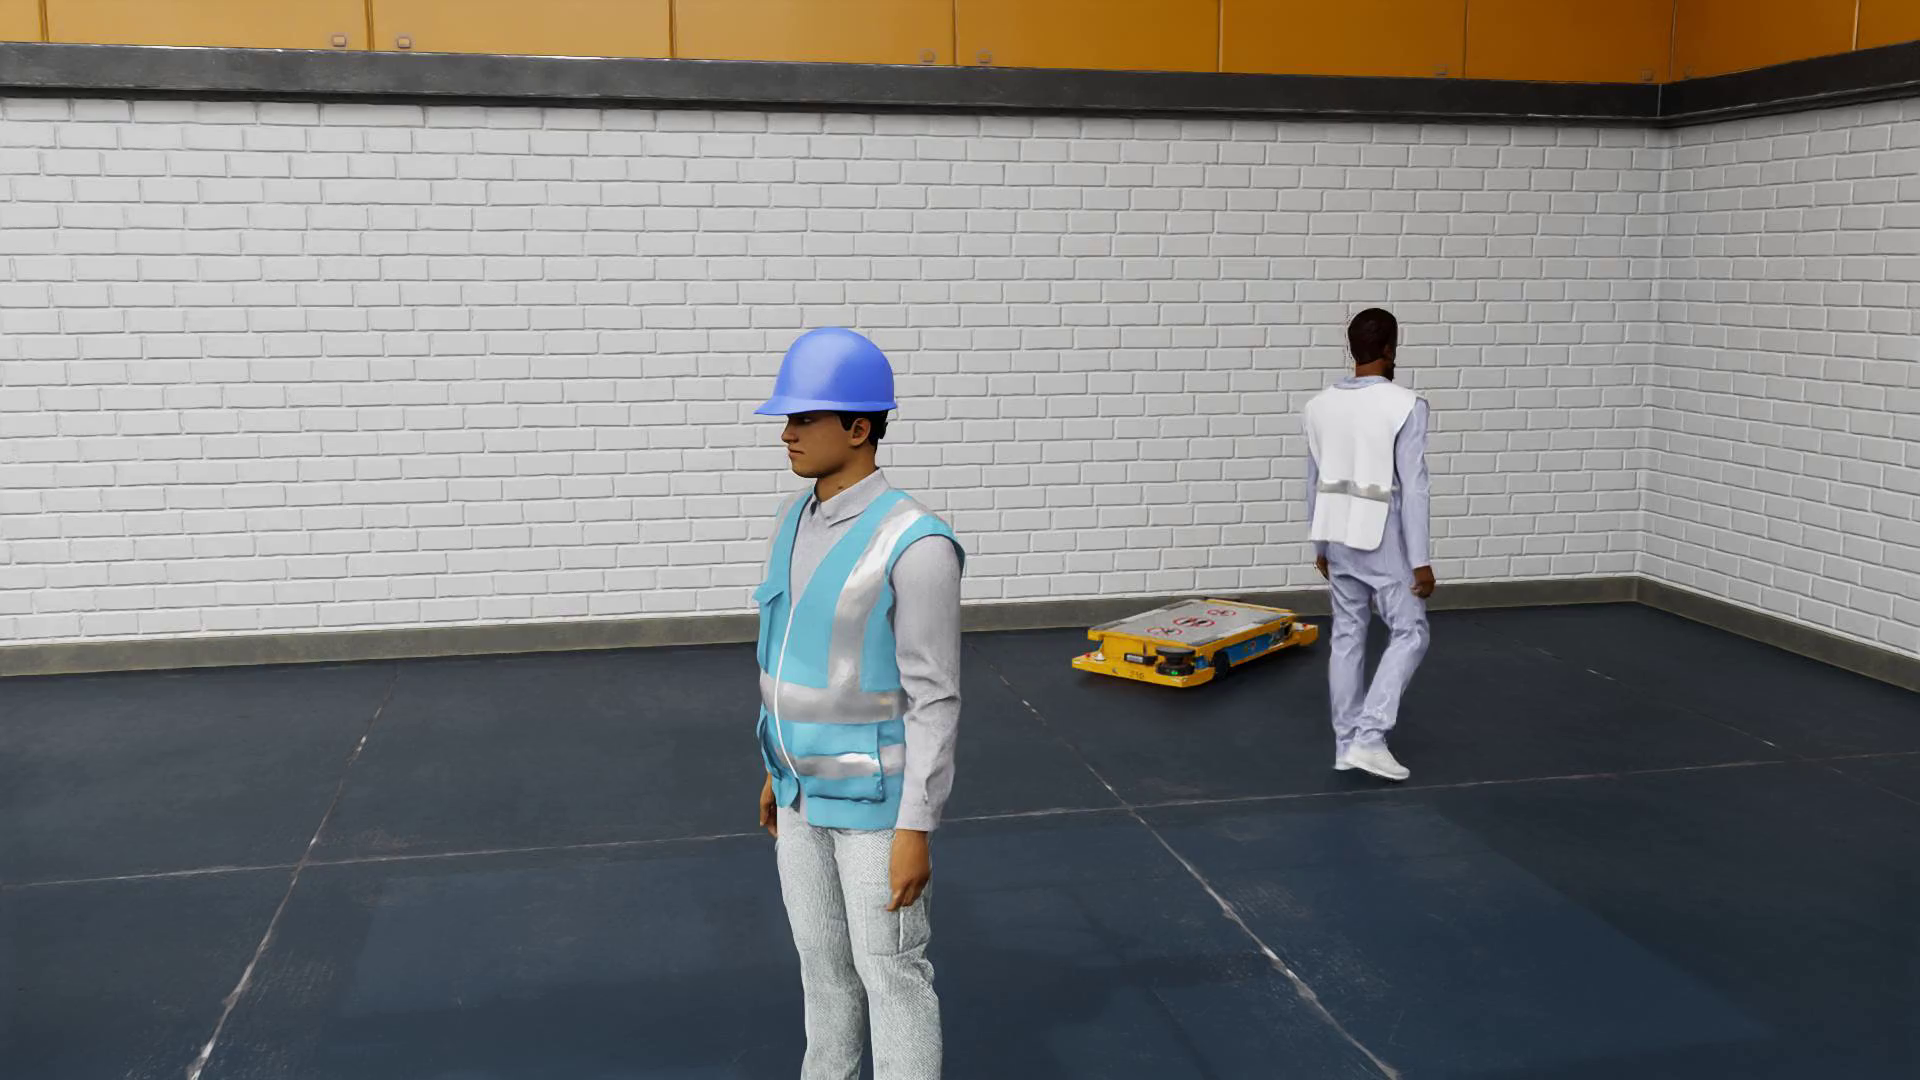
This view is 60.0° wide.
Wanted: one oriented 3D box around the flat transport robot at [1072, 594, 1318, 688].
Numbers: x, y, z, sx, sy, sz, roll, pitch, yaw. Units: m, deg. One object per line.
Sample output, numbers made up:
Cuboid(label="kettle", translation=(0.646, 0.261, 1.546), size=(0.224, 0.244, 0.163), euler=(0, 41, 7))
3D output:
Cuboid(label="flat transport robot", translation=(1.263, 0.510, 8.747), size=(0.652, 0.197, 1.431), euler=(7, 12, 38))

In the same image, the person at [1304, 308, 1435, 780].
Cuboid(label="person", translation=(1.651, 0.024, 6.725), size=(0.464, 1.908, 0.657), euler=(-7, 11, -35))

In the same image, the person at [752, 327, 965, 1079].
Cuboid(label="person", translation=(-0.240, 0.526, 3.546), size=(0.389, 1.949, 0.604), euler=(-7, 12, -38))
